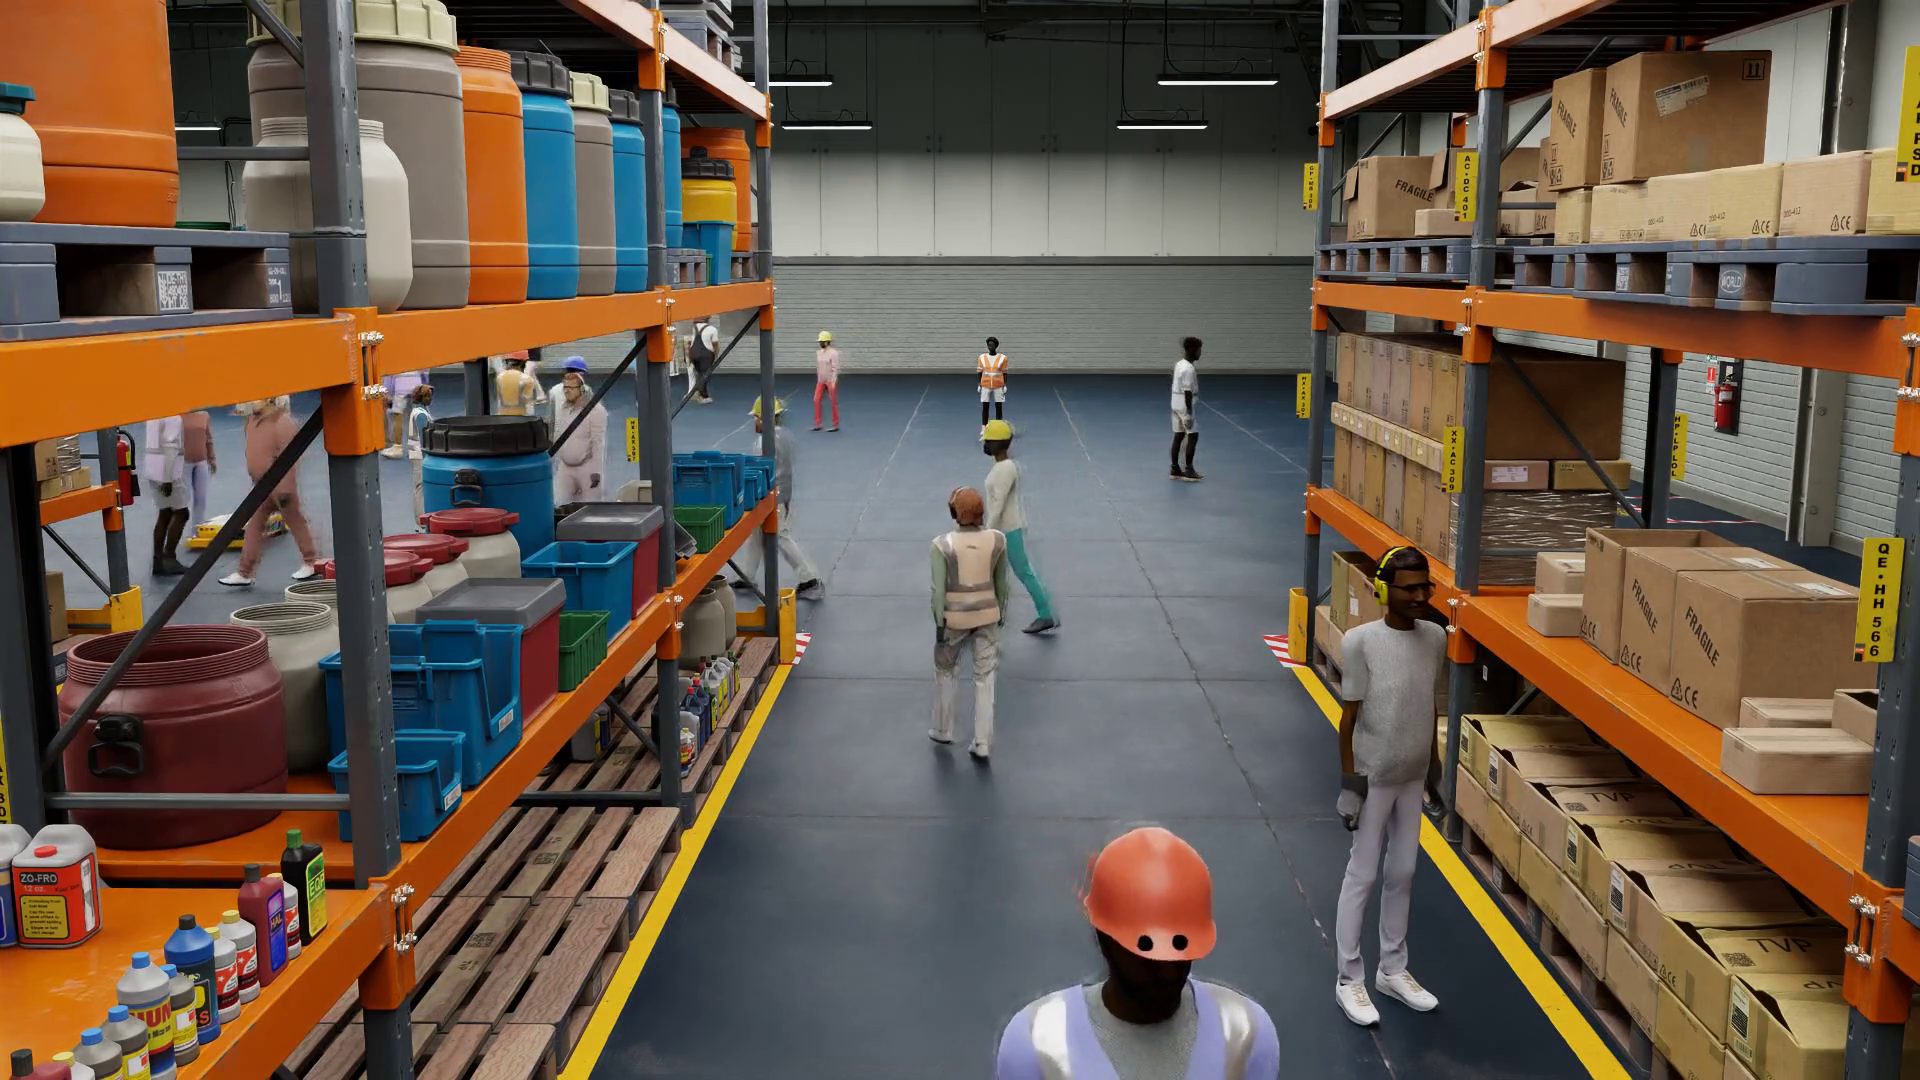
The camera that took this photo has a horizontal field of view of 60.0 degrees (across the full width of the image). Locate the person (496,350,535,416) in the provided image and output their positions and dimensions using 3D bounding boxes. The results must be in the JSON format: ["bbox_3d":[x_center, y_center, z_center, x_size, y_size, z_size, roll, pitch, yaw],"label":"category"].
[{"bbox_3d":[-5.653,-1.515,21.095,0.555,1.914,0.655,3,10,17],"label":"person"}]

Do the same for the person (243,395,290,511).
[{"bbox_3d":[-7.845,-1.087,18.839,0.531,1.807,0.739,-6,11,-34],"label":"person"}]

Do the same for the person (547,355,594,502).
[{"bbox_3d":[-4.479,-1.158,19.050,0.641,1.898,0.980,5,11,29],"label":"person"}]

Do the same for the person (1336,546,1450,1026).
[{"bbox_3d":[1.700,0.943,6.511,0.509,1.872,0.329,-5,11,-26],"label":"person"}]

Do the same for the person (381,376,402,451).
[{"bbox_3d":[-9.011,-2.241,25.529,0.585,1.894,0.877,7,12,35],"label":"person"}]

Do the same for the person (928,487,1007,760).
[{"bbox_3d":[0.032,0.481,10.049,0.521,1.614,0.699,-3,10,-16],"label":"person"}]

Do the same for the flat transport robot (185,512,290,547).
[{"bbox_3d":[-7.711,-0.133,17.859,0.652,0.197,1.431,-1,9,-4],"label":"flat transport robot"}]

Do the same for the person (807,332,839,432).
[{"bbox_3d":[-2.374,-2.751,28.993,0.541,1.744,0.678,7,12,36],"label":"person"}]

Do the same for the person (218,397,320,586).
[{"bbox_3d":[-6.351,-0.515,15.288,0.664,1.852,0.986,6,11,31],"label":"person"}]

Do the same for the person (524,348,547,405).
[{"bbox_3d":[-8.934,-3.723,34.307,0.726,1.973,0.822,9,13,43],"label":"person"}]

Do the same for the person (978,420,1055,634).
[{"bbox_3d":[0.321,-0.098,13.205,0.948,1.714,0.529,-2,10,-12],"label":"person"}]

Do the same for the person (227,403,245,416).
[{"bbox_3d":[-13.807,-3.325,31.922,0.783,1.914,0.663,-2,10,-14],"label":"person"}]

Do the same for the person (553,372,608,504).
[{"bbox_3d":[-3.749,-0.683,16.224,0.661,1.882,0.763,4,10,23],"label":"person"}]

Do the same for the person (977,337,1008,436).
[{"bbox_3d":[0.550,-2.609,28.302,0.541,1.696,0.315,1,10,8],"label":"person"}]

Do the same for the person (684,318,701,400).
[{"bbox_3d":[-5.751,-3.964,35.992,0.629,1.840,0.429,7,12,36],"label":"person"}]

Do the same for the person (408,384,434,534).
[{"bbox_3d":[-5.844,-0.878,18.117,0.314,1.636,0.515,-4,10,-22],"label":"person"}]

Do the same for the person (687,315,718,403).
[{"bbox_3d":[-5.415,-3.847,34.815,0.697,2.000,0.836,4,10,24],"label":"person"}]

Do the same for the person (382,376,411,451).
[{"bbox_3d":[-8.718,-2.323,26.084,0.971,1.863,0.666,4,10,22],"label":"person"}]

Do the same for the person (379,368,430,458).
[{"bbox_3d":[-8.490,-2.251,25.314,0.842,1.988,0.413,-6,11,-33],"label":"person"}]

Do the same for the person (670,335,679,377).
[{"bbox_3d":[-7.496,-5.057,43.136,0.311,1.639,0.521,4,10,21],"label":"person"}]

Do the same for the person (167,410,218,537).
[{"bbox_3d":[-8.106,-0.823,17.501,0.552,1.736,0.551,5,11,28],"label":"person"}]

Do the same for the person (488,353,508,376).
[{"bbox_3d":[-10.353,-4.048,36.673,0.788,1.797,0.527,-3,10,-17],"label":"person"}]

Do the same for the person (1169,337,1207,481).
[{"bbox_3d":[3.096,-1.776,22.644,0.462,1.949,0.657,-1,10,-8],"label":"person"}]

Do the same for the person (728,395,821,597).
[{"bbox_3d":[-1.654,-0.388,14.732,0.913,1.795,0.595,1,10,6],"label":"person"}]

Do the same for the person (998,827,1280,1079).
[{"bbox_3d":[0.339,1.459,3.268,0.546,1.922,0.570,-1,10,-9],"label":"person"}]

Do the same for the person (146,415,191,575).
[{"bbox_3d":[-7.520,-0.619,15.792,0.569,1.890,0.525,7,12,38],"label":"person"}]
